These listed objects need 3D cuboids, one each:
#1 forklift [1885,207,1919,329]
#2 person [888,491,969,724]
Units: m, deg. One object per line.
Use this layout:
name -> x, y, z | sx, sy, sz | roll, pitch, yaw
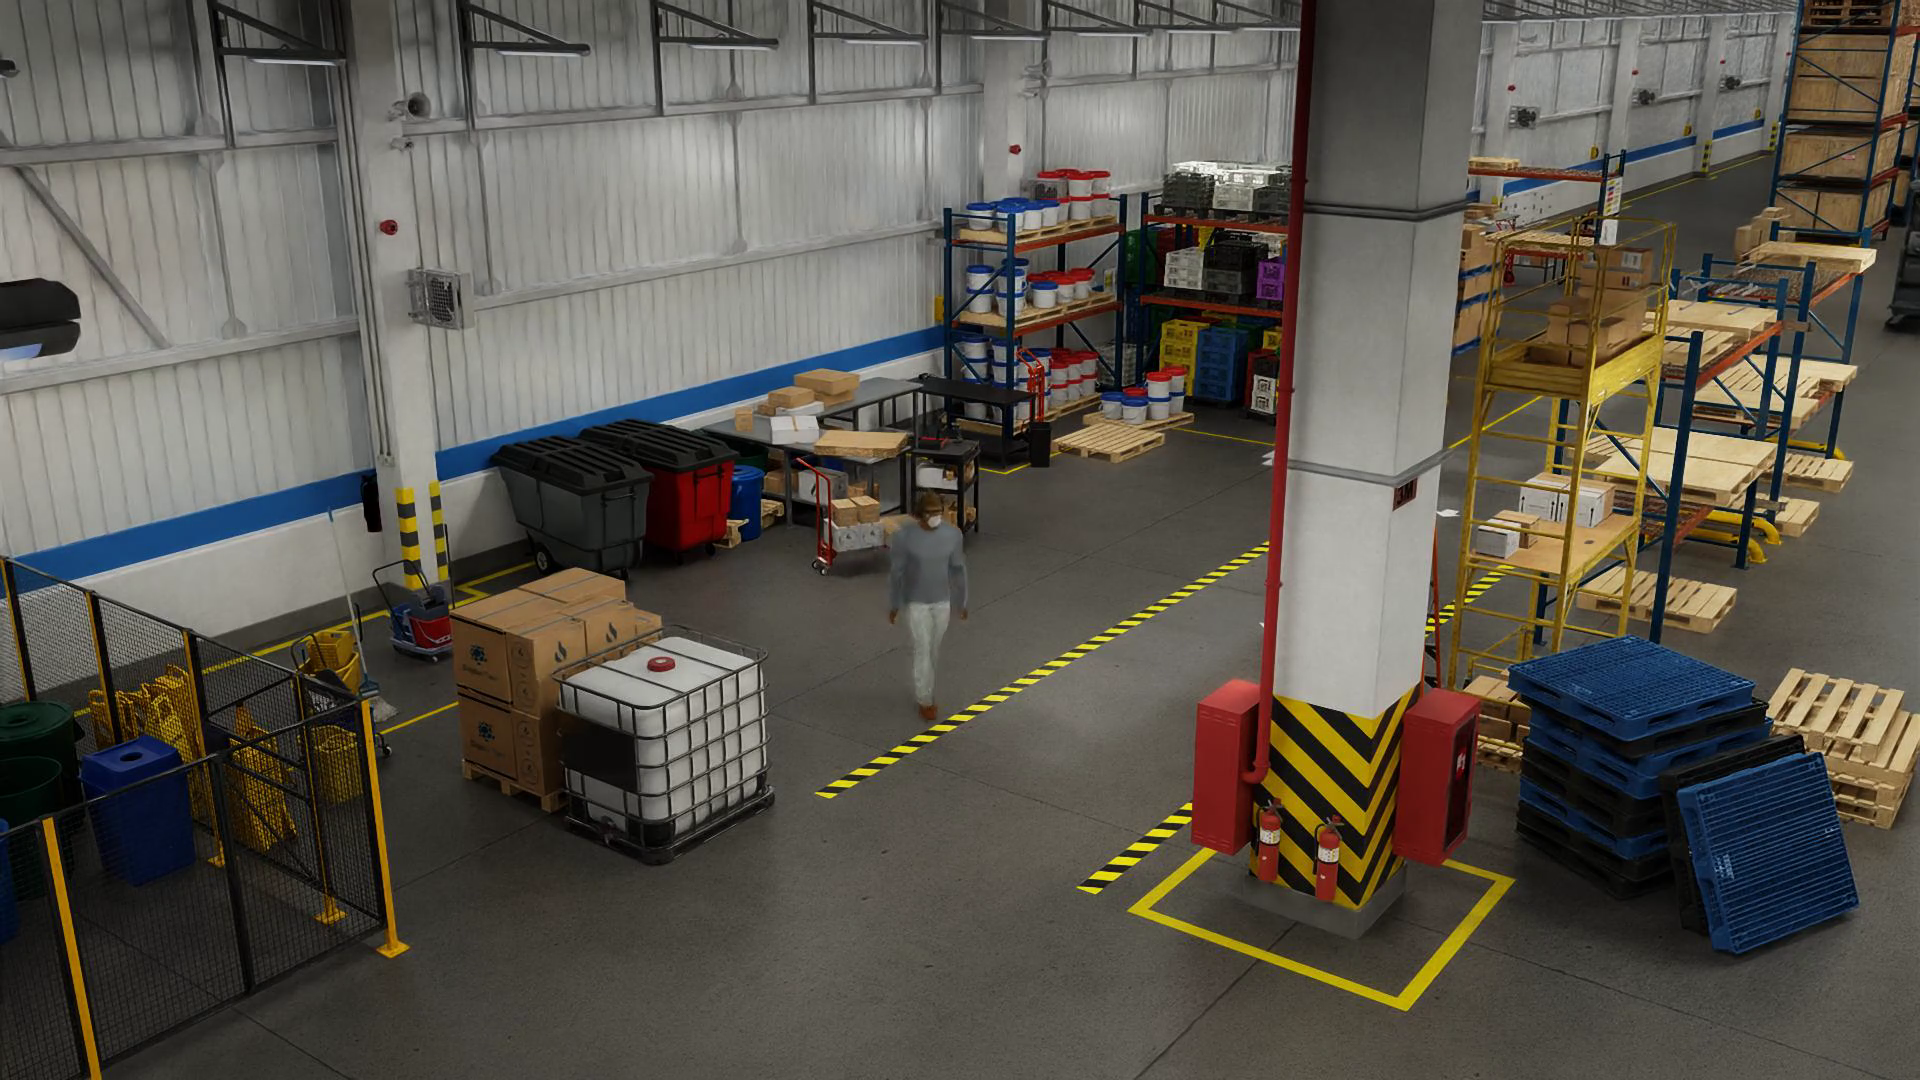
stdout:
forklift -> 17.455, -5.212, 29.572 | 1.129, 2.768, 1.873 | 13, 22, 34
person -> -0.209, 0.544, 13.473 | 0.662, 1.917, 0.700 | -9, 20, -26
